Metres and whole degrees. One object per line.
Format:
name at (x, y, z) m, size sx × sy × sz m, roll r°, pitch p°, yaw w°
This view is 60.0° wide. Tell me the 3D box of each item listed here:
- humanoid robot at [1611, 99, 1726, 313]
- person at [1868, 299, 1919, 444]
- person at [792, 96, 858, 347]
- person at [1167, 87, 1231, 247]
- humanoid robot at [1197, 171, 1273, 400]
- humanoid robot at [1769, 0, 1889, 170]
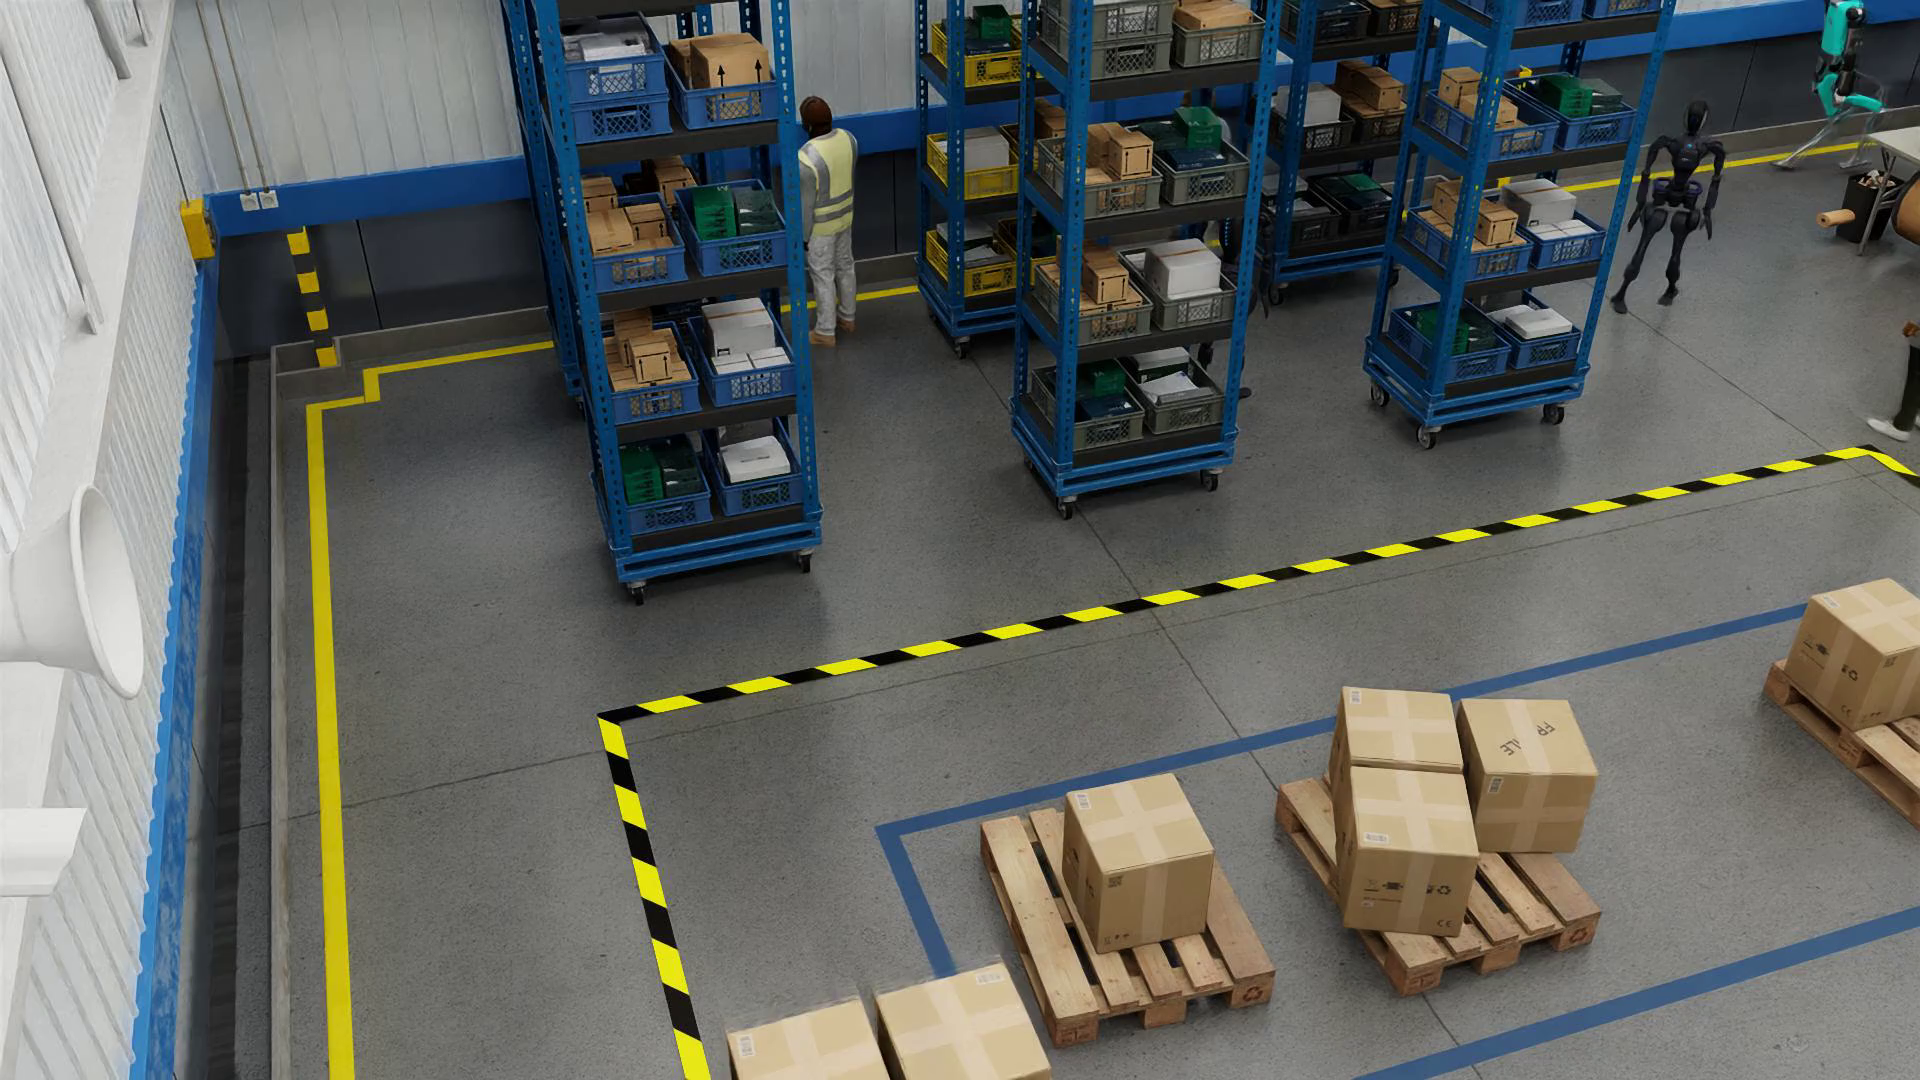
humanoid robot at (5.319, -2.478, 12.372) m, size 0.591 × 1.643 × 0.462 m, roll 10°, pitch 36°, yaw 14°
person at (6.400, -1.505, 10.815) m, size 0.596 × 1.850 × 0.396 m, roll -12°, pitch 37°, yaw -16°
person at (-0.981, -2.272, 11.915) m, size 0.431 × 1.841 × 0.622 m, roll 21°, pitch 40°, yaw 27°
person at (1.656, -2.333, 11.924) m, size 0.455 × 1.924 × 0.657 m, roll 17°, pitch 39°, yaw 22°
humanoid robot at (1.818, -1.735, 11.280) m, size 0.599 × 1.657 × 0.315 m, roll 20°, pitch 40°, yaw 26°
humanoid robot at (7.819, -3.999, 14.496) m, size 1.016 × 1.775 × 0.532 m, roll -1°, pitch 35°, yaw -1°
